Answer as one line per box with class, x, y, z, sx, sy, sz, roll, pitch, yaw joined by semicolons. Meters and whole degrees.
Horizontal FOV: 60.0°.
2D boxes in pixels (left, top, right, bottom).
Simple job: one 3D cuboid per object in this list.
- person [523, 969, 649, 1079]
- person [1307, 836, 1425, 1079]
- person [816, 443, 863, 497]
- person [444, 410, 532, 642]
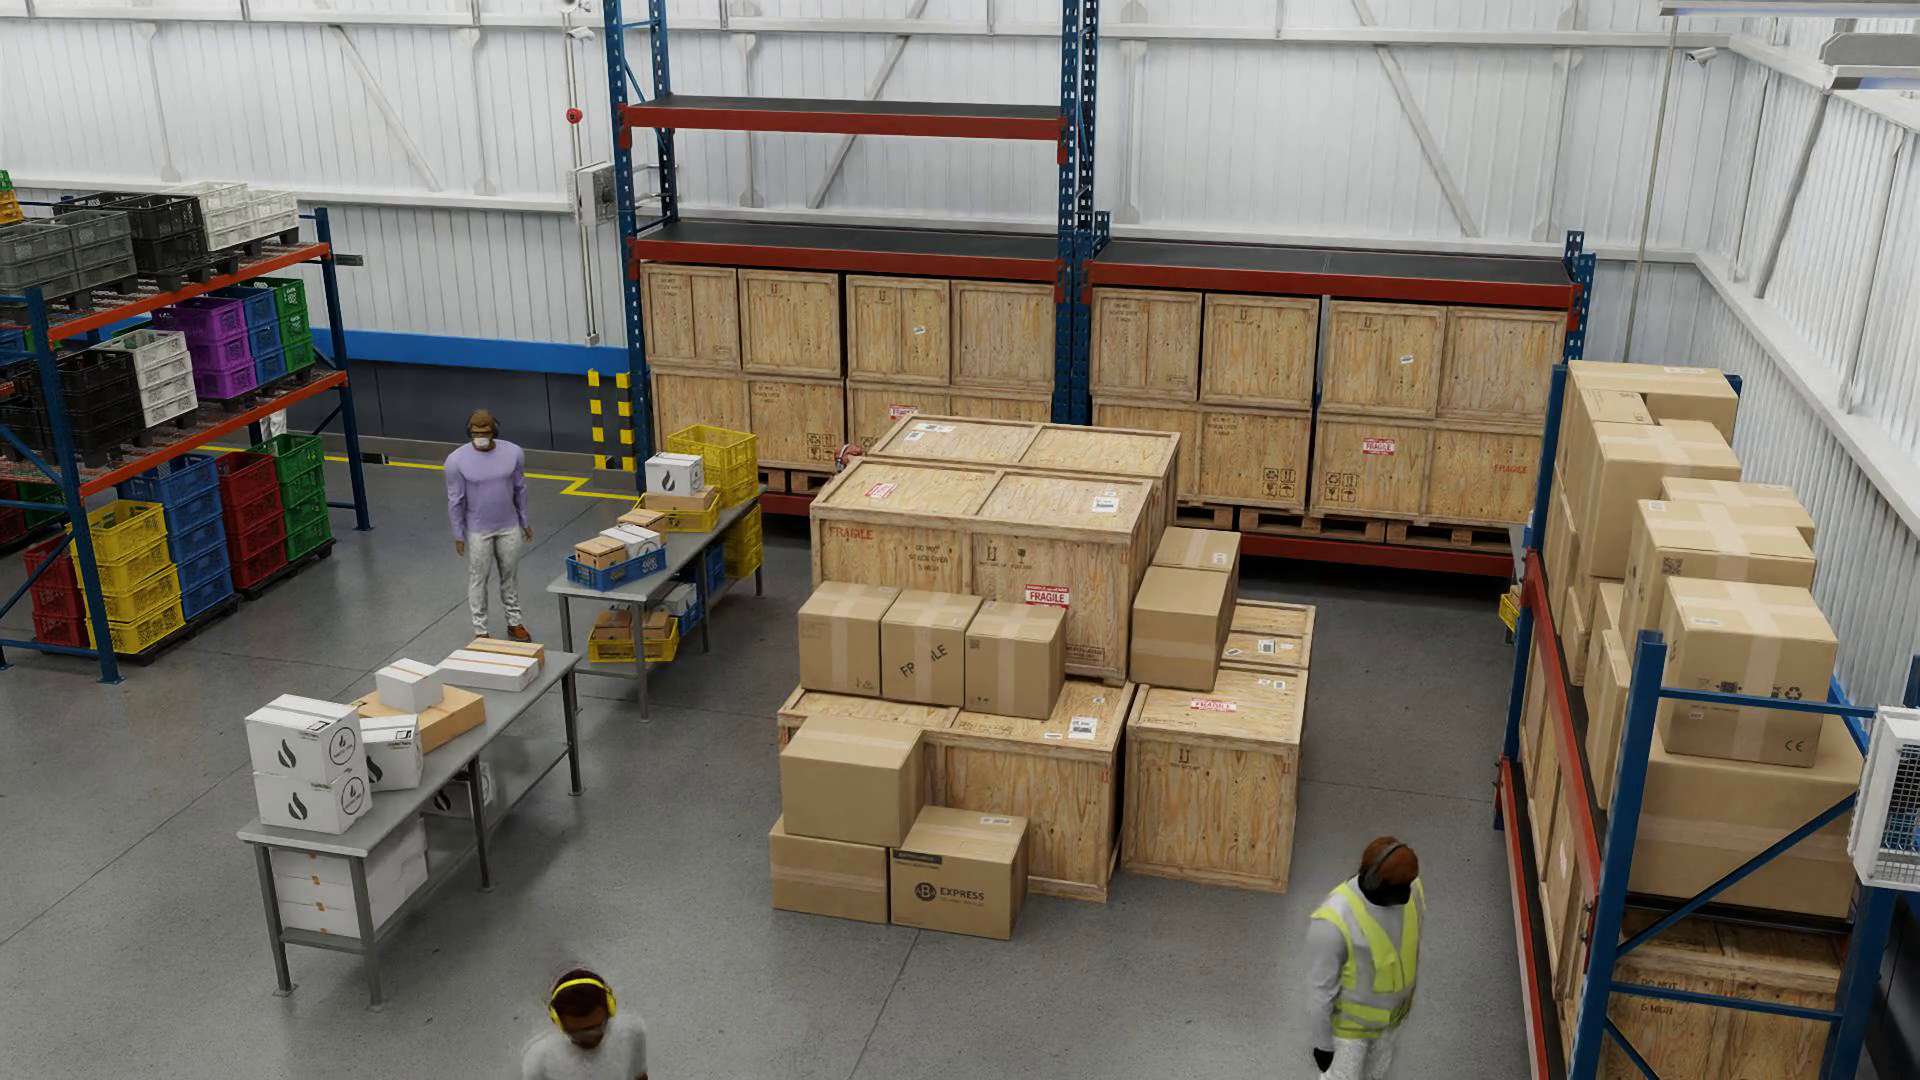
person;-1.408;2.420;6.489;0.551;1.843;0.422;-15;26;-34
person;1.783;2.098;7.379;0.643;1.821;0.433;-14;25;-33
person;-0.805;0.196;12.240;0.396;1.900;0.644;12;24;28
person;-3.635;-0.091;12.930;0.631;1.935;0.362;-14;25;-32
